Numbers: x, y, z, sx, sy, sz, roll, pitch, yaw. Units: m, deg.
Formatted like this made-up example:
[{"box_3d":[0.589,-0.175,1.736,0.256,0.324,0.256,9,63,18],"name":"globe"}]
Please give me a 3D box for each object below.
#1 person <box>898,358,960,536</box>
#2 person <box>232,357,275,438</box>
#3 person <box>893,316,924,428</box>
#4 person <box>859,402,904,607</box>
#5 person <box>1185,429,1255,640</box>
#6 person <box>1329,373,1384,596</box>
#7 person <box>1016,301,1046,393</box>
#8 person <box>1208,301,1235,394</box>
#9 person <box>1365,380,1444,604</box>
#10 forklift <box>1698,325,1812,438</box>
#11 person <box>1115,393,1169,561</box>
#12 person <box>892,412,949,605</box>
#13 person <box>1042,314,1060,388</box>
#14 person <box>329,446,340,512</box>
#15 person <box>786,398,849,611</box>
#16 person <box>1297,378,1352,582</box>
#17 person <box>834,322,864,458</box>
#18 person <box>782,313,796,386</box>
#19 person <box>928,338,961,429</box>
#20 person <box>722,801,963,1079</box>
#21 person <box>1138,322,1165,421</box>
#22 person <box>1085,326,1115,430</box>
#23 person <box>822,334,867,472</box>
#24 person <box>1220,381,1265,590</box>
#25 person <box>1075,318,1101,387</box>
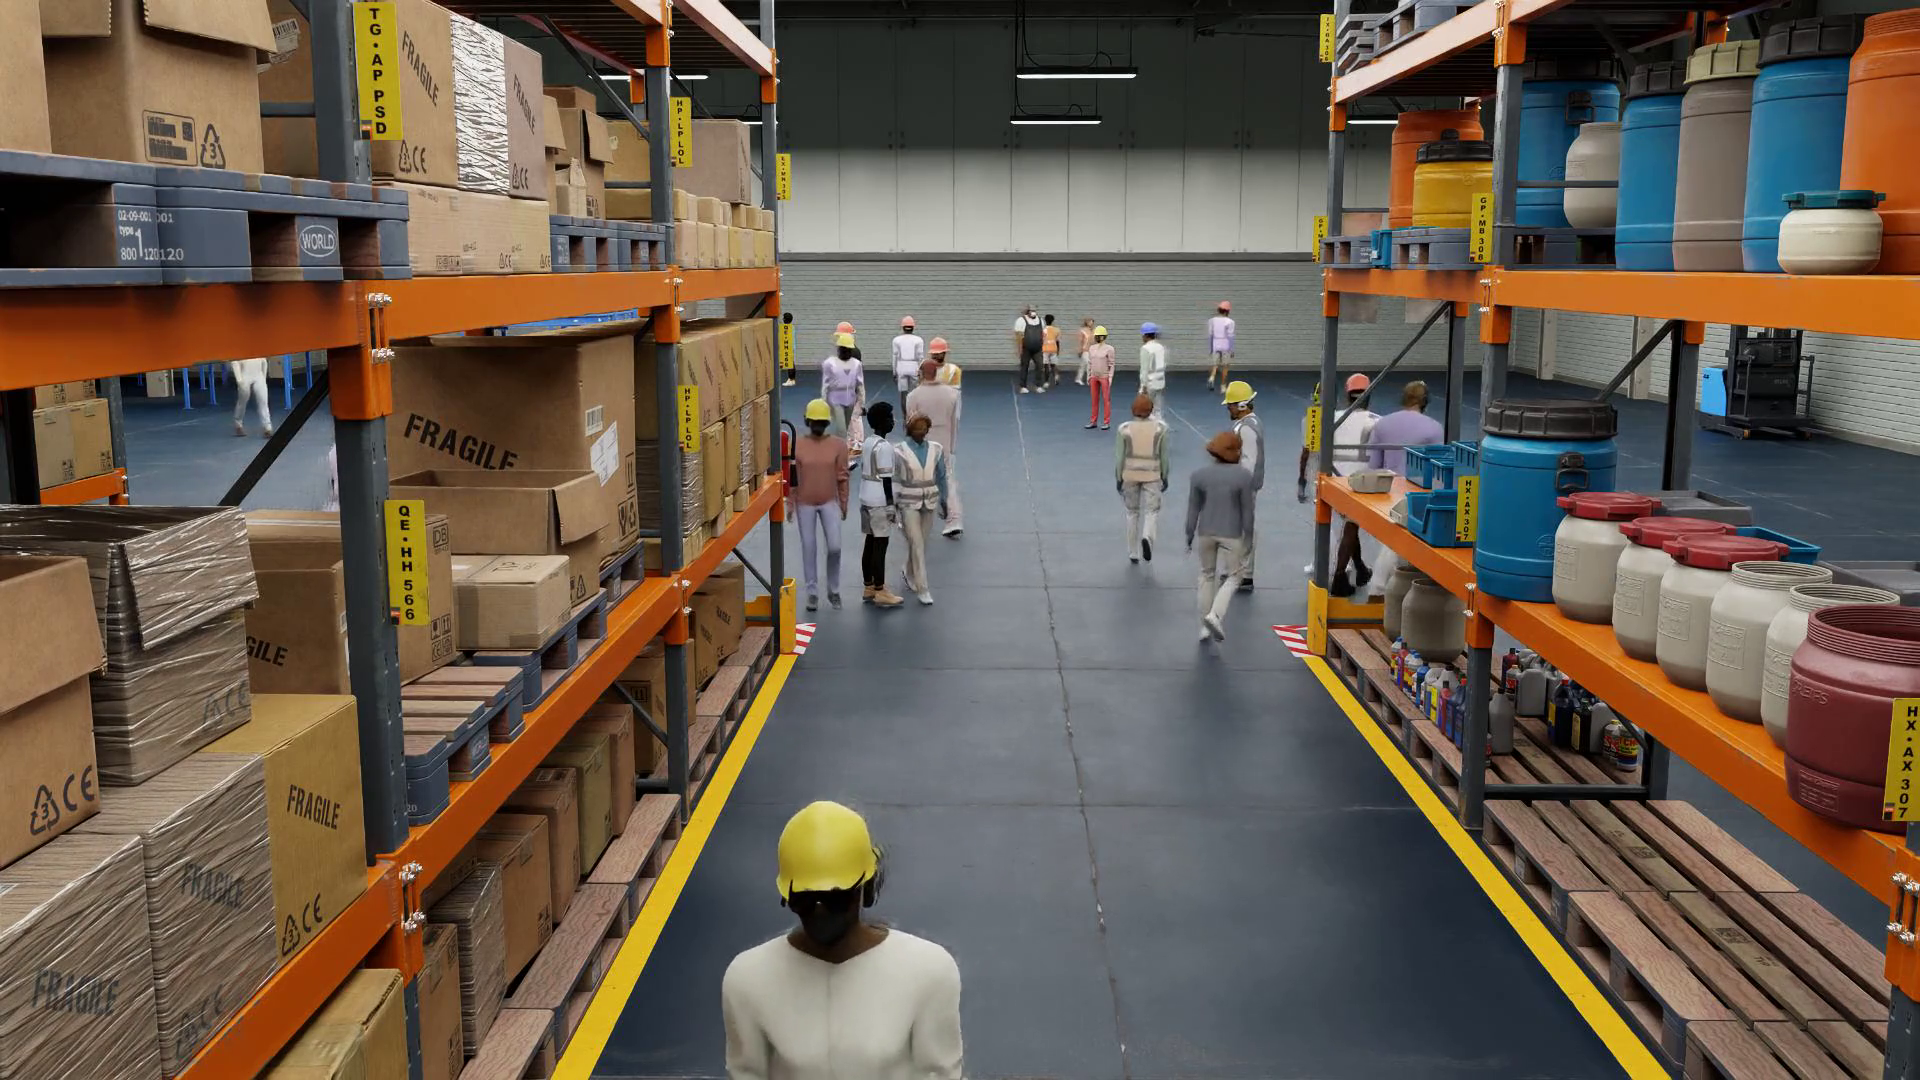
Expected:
[{"box_3d":[-0.303,-0.976,17.460,0.654,1.863,0.996,-6,11,-31],"name":"person"},{"box_3d":[-11.636,-2.622,27.234,1.026,1.894,0.638,8,12,40],"name":"person"},{"box_3d":[-0.900,-2.937,29.013,0.551,1.905,0.792,0,9,2],"name":"person"},{"box_3d":[-0.672,-0.308,13.915,0.322,1.697,0.532,-4,10,-20],"name":"person"},{"box_3d":[1.919,-0.017,12.442,0.566,1.618,0.451,5,11,27],"name":"person"},{"box_3d":[3.476,-0.486,14.387,0.578,1.885,0.902,9,13,43],"name":"person"},{"box_3d":[1.578,-4.189,36.264,0.702,2.000,0.842,-3,10,-19],"name":"person"},{"box_3d":[5.683,-4.189,36.190,0.624,2.023,0.584,7,12,37],"name":"person"},{"box_3d":[3.731,-0.388,13.857,1.055,1.874,0.636,-7,12,-37],"name":"person"},{"box_3d":[13.248,-3.165,27.620,1.129,2.768,1.873,0,9,1],"name":"forklift"},{"box_3d":[1.715,-0.576,15.720,0.520,1.617,0.544,1,10,7],"name":"person"},{"box_3d":[-0.372,-0.305,14.182,0.528,1.604,0.806,-5,11,-26],"name":"person"},{"box_3d":[2.021,-4.294,37.838,0.536,1.685,0.382,-4,10,-24],"name":"person"},{"box_3d":[-4.256,-0.049,11.787,0.639,1.890,0.532,7,12,36],"name":"person"},{"box_3d":[-1.163,-0.280,13.601,0.527,1.752,0.502,-1,10,-8],"name":"person"},{"box_3d":[3.301,-0.524,14.869,0.531,1.829,0.931,-3,10,-17],"name":"person"},{"box_3d":[-1.661,-2.216,24.508,0.416,1.986,0.608,-5,11,-27],"name":"person"},{"box_3d":[-3.968,-4.408,38.477,0.316,1.695,0.542,2,10,11],"name":"person"},{"box_3d":[-0.262,-1.559,20.790,0.550,1.907,0.816,1,10,8],"name":"person"},{"box_3d":[-0.248,1.379,3.658,0.528,1.743,0.659,0,9,0],"name":"person"},{"box_3d":[2.943,-2.391,25.679,0.485,1.929,0.657,7,12,35],"name":"person"},{"box_3d":[2.405,-2.788,28.566,0.523,1.769,0.315,7,12,36],"name":"person"},{"box_3d":[-1.574,-1.891,22.891,0.601,1.868,1.012,-6,11,-31],"name":"person"},{"box_3d":[2.461,-0.483,14.587,0.404,1.823,0.586,2,10,10],"name":"person"},{"box_3d":[2.973,-4.361,38.543,0.530,1.585,0.915,-8,12,-40],"name":"person"}]
